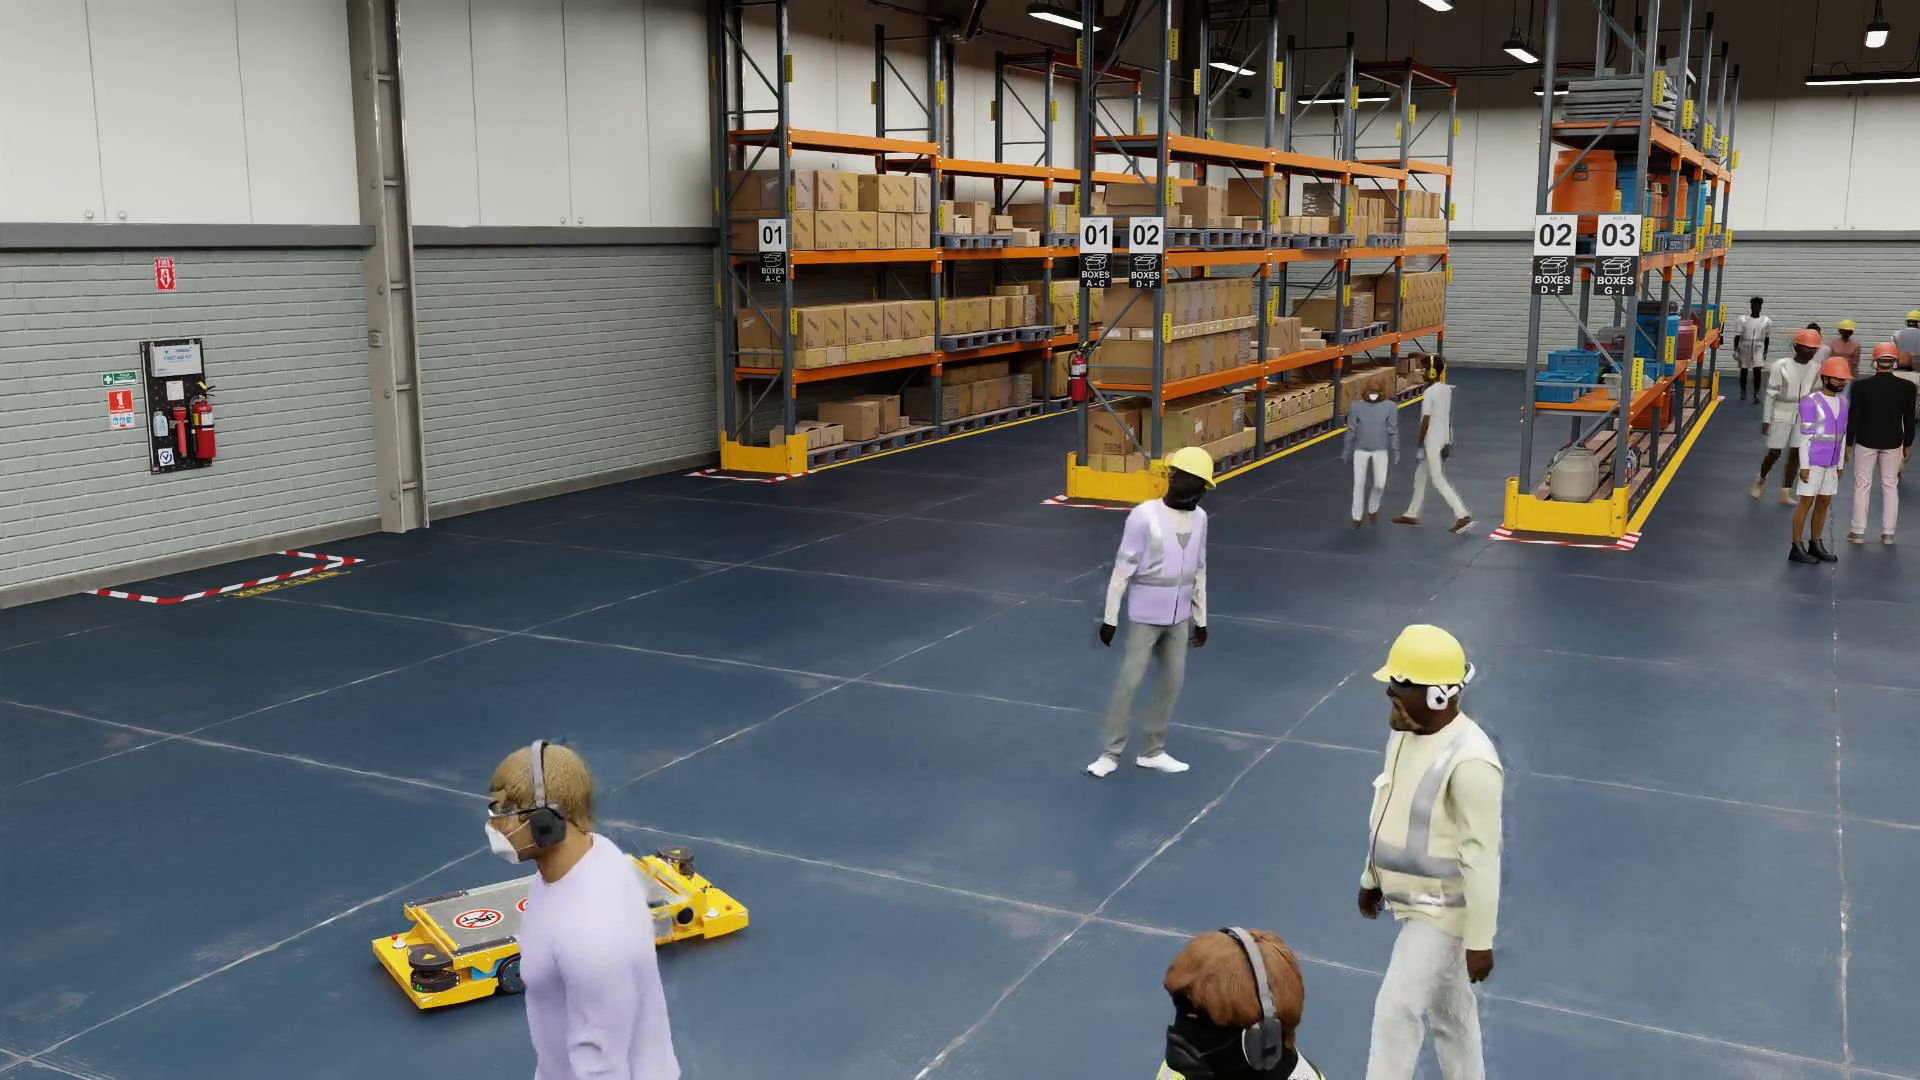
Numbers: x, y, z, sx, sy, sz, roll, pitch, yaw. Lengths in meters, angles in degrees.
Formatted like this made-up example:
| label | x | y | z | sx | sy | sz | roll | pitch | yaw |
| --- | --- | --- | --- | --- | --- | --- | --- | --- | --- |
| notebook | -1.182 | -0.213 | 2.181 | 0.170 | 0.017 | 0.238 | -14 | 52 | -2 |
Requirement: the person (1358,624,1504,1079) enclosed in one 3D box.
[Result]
| label | x | y | z | sx | sy | sz | roll | pitch | yaw |
| --- | --- | --- | --- | --- | --- | --- | --- | --- | --- |
| person | 1.435 | 1.162 | 5.402 | 0.791 | 1.798 | 0.622 | -1 | 10 | -4 |

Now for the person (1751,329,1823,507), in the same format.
| label | x | y | z | sx | sy | sz | roll | pitch | yaw |
| --- | --- | --- | --- | --- | --- | --- | --- | --- | --- |
| person | 9.309 | -1.375 | 18.683 | 0.642 | 2.013 | 0.707 | 0 | 10 | 0 |

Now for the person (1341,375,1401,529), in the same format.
| label | x | y | z | sx | sy | sz | roll | pitch | yaw |
| --- | --- | --- | --- | --- | --- | --- | --- | --- | --- |
| person | 4.235 | -0.894 | 17.125 | 0.601 | 1.612 | 0.409 | 3 | 11 | 16 |

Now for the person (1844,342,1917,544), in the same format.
| label | x | y | z | sx | sy | sz | roll | pitch | yaw |
| --- | --- | --- | --- | --- | --- | --- | --- | --- | --- |
| person | 9.063 | -0.954 | 16.424 | 0.623 | 1.989 | 0.400 | 2 | 11 | 13 |

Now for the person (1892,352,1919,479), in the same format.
| label | x | y | z | sx | sy | sz | roll | pitch | yaw |
| --- | --- | --- | --- | --- | --- | --- | --- | --- | --- |
| person | 11.818 | -1.572 | 20.909 | 0.506 | 1.582 | 0.883 | 7 | 12 | 32 |

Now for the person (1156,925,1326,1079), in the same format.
| label | x | y | z | sx | sy | sz | roll | pitch | yaw |
| --- | --- | --- | --- | --- | --- | --- | --- | --- | --- |
| person | 0.497 | 1.577 | 3.059 | 0.430 | 1.837 | 0.626 | -3 | 11 | -17 |

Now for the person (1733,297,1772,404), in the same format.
| label | x | y | z | sx | sy | sz | roll | pitch | yaw |
| --- | --- | --- | --- | --- | --- | --- | --- | --- | --- |
| person | 14.302 | -3.415 | 30.042 | 0.612 | 1.913 | 0.996 | 4 | 11 | 20 |

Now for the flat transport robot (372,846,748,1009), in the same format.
| label | x | y | z | sx | sy | sz | roll | pitch | yaw |
| --- | --- | --- | --- | --- | --- | --- | --- | --- | --- |
| flat transport robot | -1.692 | 1.618 | 7.093 | 1.431 | 0.197 | 0.652 | -7 | 13 | -34 |

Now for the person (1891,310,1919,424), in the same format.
| label | x | y | z | sx | sy | sz | roll | pitch | yaw |
| --- | --- | --- | --- | --- | --- | --- | --- | --- | --- |
| person | 15.351 | -2.793 | 26.895 | 0.599 | 1.827 | 0.404 | 8 | 13 | 36 |

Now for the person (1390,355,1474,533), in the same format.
| label | x | y | z | sx | sy | sz | roll | pitch | yaw |
| --- | --- | --- | --- | --- | --- | --- | --- | --- | --- |
| person | 4.910 | -0.992 | 17.130 | 0.955 | 1.820 | 0.523 | 9 | 14 | 41 |

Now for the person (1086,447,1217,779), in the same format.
| label | x | y | z | sx | sy | sz | roll | pitch | yaw |
| --- | --- | --- | --- | --- | --- | --- | --- | --- | --- |
| person | 1.072 | 0.418 | 9.267 | 0.745 | 1.876 | 0.464 | -7 | 12 | -33 |

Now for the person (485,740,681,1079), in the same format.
| label | x | y | z | sx | sy | sz | roll | pitch | yaw |
| --- | --- | --- | --- | --- | --- | --- | --- | --- | --- |
| person | -0.857 | 1.383 | 4.008 | 1.015 | 1.886 | 0.647 | -3 | 11 | -16 |

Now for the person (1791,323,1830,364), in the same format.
| label | x | y | z | sx | sy | sz | roll | pitch | yaw |
| --- | --- | --- | --- | --- | --- | --- | --- | --- | --- |
| person | 11.570 | -2.022 | 22.655 | 0.566 | 1.831 | 0.878 | 3 | 11 | 16 |

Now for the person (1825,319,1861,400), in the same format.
| label | x | y | z | sx | sy | sz | roll | pitch | yaw |
| --- | --- | --- | --- | --- | --- | --- | --- | --- | --- |
| person | 13.653 | -2.553 | 25.783 | 0.547 | 1.751 | 0.394 | 2 | 11 | 10 |

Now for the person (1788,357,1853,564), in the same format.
| label | x | y | z | sx | sy | sz | roll | pitch | yaw |
| --- | --- | --- | --- | --- | --- | --- | --- | --- | --- |
| person | 7.997 | -0.731 | 15.402 | 0.540 | 1.930 | 0.384 | -4 | 11 | -20 |
